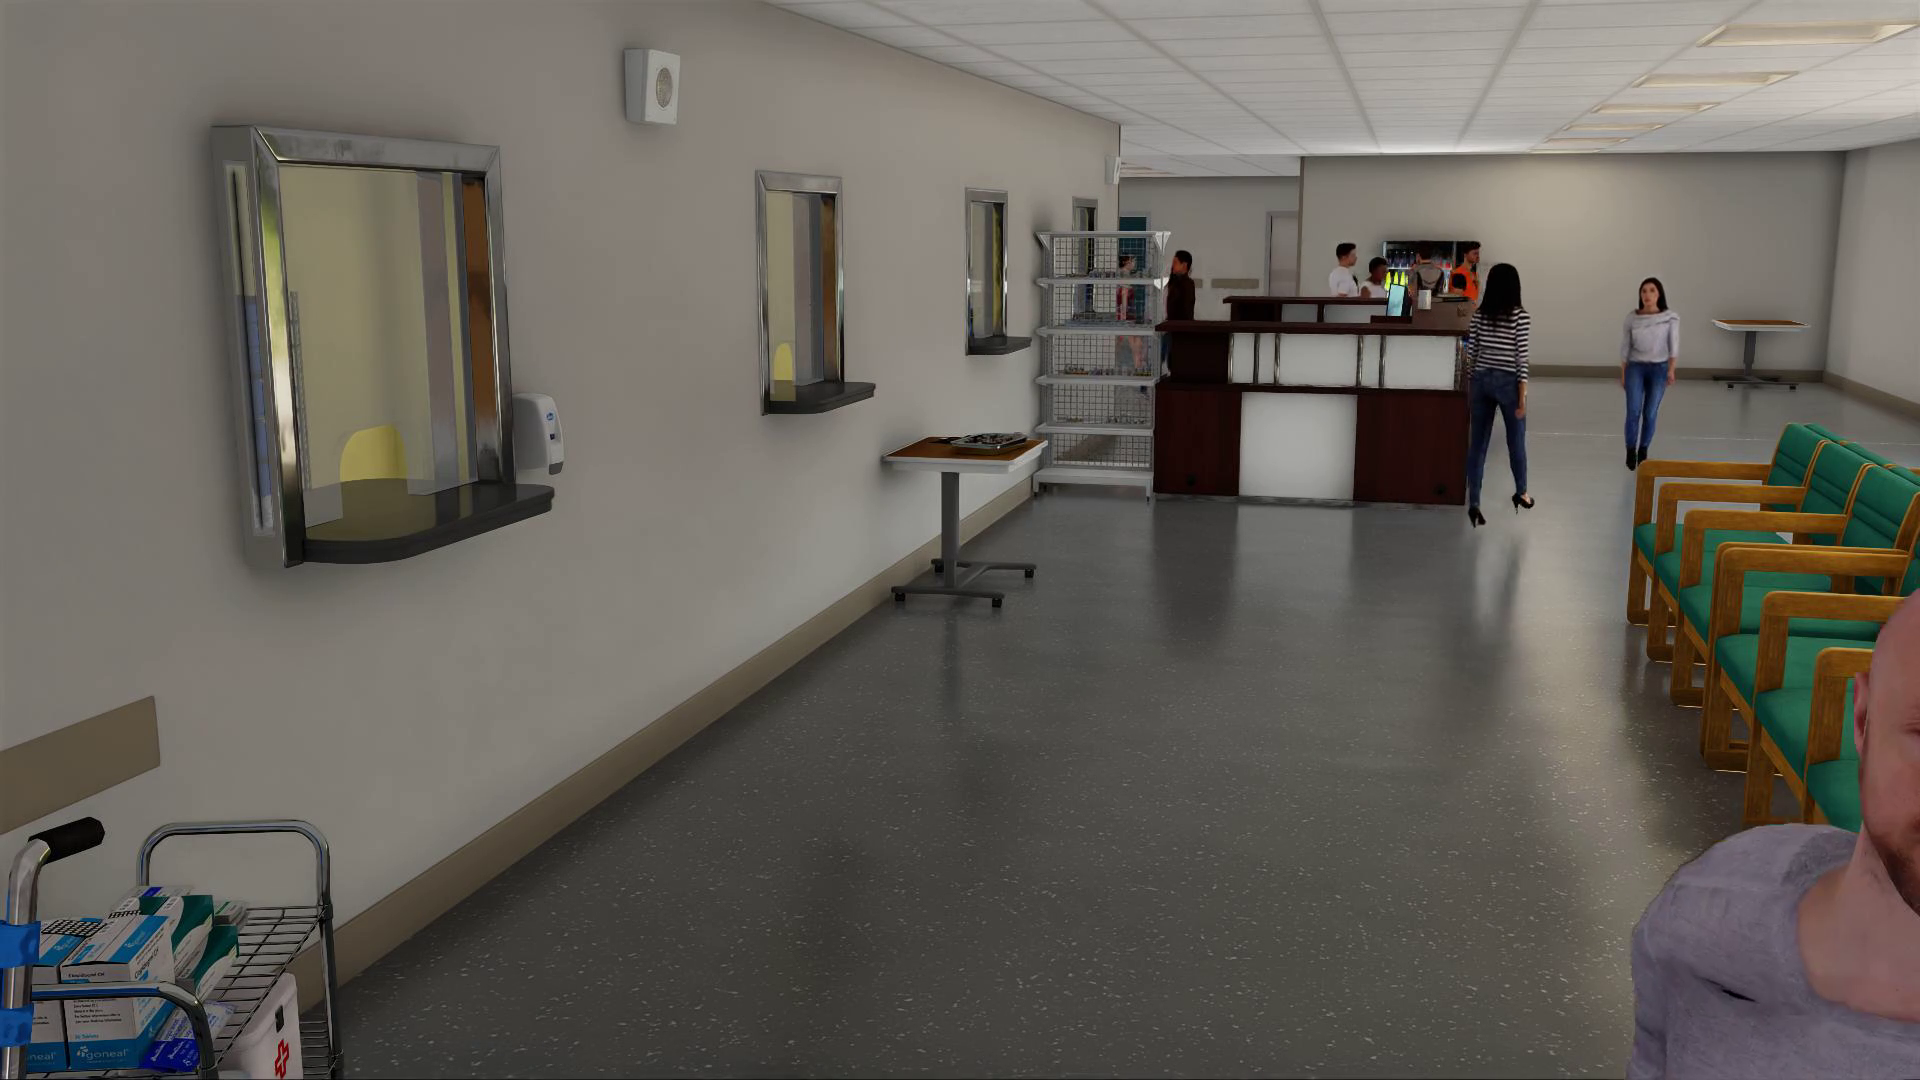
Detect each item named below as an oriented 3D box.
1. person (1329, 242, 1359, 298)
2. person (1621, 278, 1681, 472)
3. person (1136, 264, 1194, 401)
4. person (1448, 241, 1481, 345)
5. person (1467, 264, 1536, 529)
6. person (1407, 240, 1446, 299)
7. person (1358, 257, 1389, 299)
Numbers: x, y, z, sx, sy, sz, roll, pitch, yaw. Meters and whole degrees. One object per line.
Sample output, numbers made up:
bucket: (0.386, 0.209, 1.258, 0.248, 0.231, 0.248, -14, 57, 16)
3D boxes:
person: (4.294, -2.455, 19.045, 1.190, 1.828, 0.977, -3, 11, -14)
person: (5.789, -1.375, 13.993, 0.959, 1.589, 0.725, 4, 11, 20)
person: (2.388, -2.387, 19.074, 1.234, 1.683, 0.818, 0, 11, -2)
person: (5.770, -2.553, 19.496, 1.123, 1.851, 0.971, 3, 11, 17)
person: (3.568, -0.941, 11.214, 1.076, 1.756, 0.967, 9, 14, 40)
person: (5.459, -2.511, 19.350, 1.204, 1.824, 0.975, -1, 11, -6)
person: (4.826, -2.514, 19.829, 1.086, 1.651, 0.800, 3, 11, 18)
